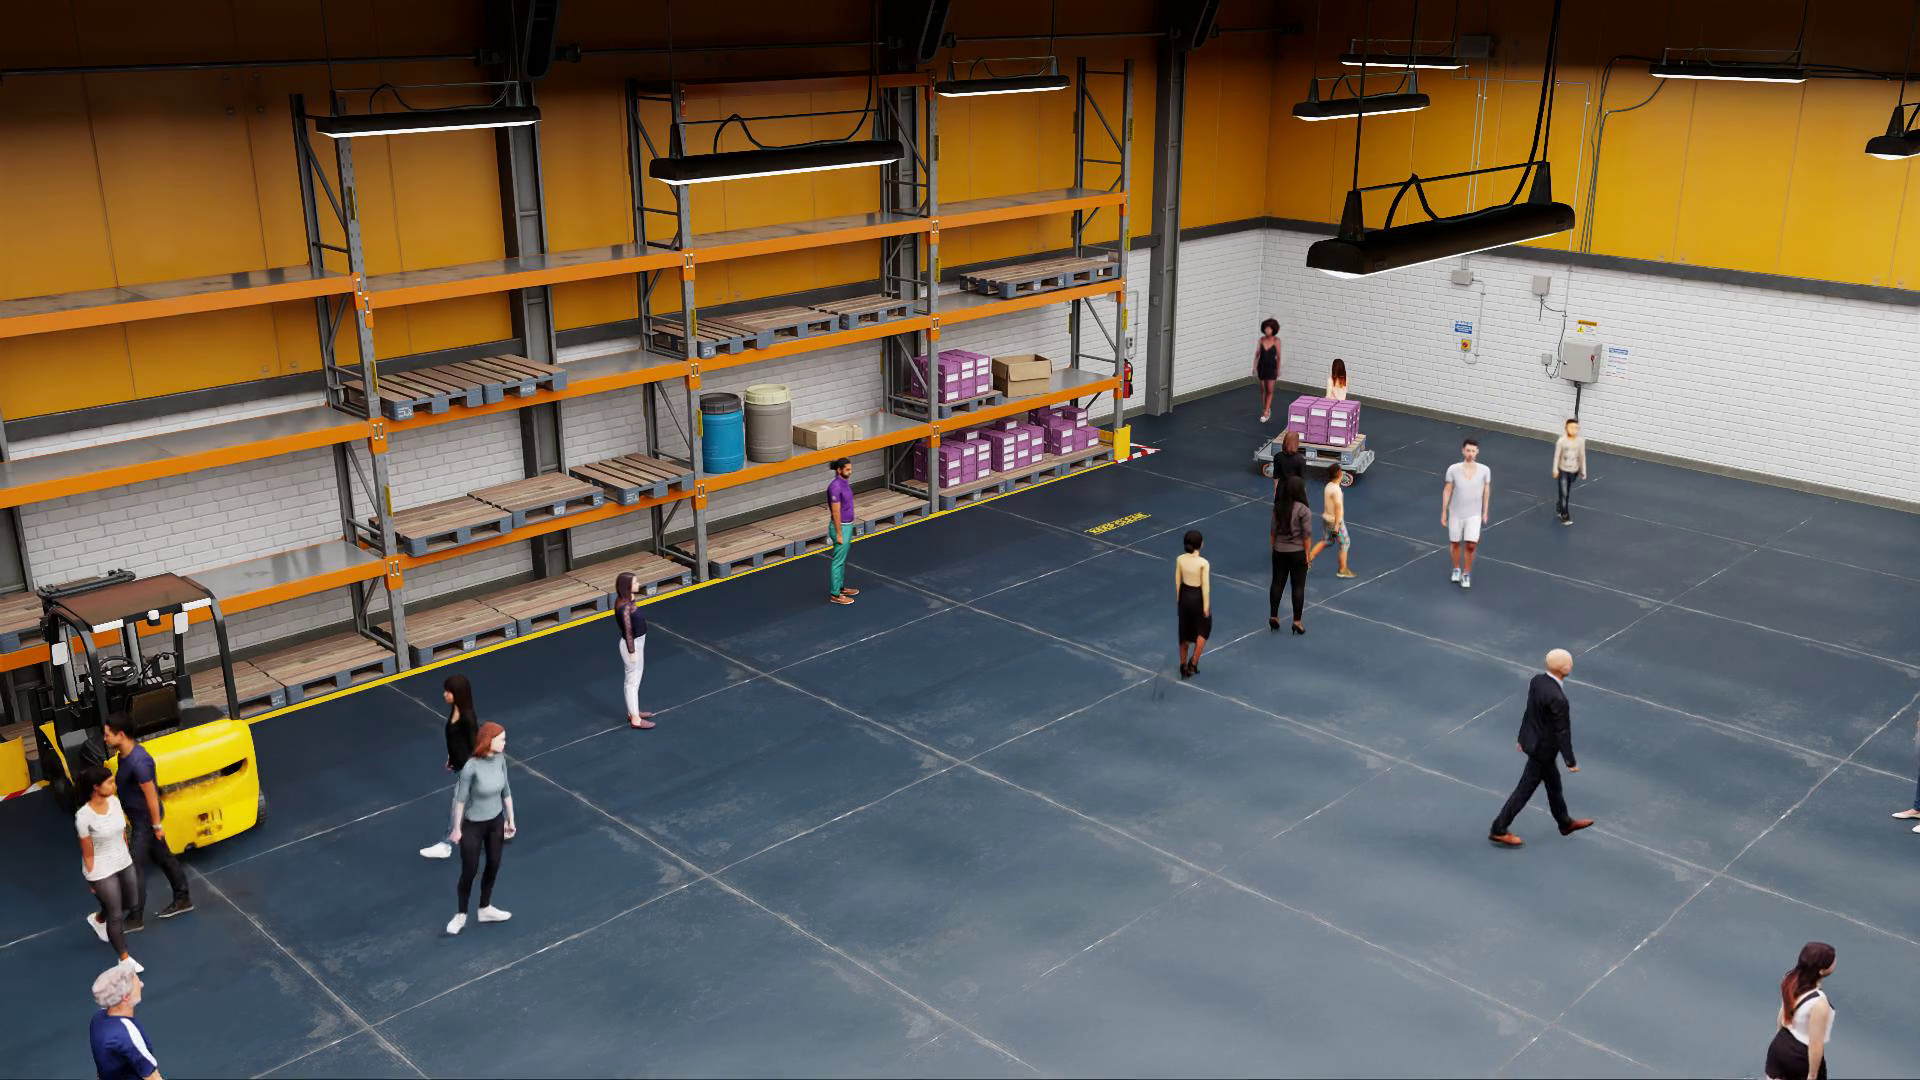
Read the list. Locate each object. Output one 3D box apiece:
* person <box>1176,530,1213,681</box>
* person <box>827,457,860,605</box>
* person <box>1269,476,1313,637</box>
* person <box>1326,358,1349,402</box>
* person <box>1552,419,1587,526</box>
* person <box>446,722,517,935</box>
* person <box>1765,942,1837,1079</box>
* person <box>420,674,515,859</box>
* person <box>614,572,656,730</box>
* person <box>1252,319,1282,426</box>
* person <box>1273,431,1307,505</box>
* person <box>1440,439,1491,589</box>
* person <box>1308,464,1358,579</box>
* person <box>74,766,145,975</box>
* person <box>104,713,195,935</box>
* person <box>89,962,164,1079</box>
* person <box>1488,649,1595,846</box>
[{"bbox_3d":[2.402,0.710,17.504,0.636,1.646,0.657,14,23,36],"label":"person"},{"bbox_3d":[-1.431,-0.137,19.834,0.773,1.766,0.677,3,19,10],"label":"person"},{"bbox_3d":[3.732,0.174,18.798,0.662,1.837,0.622,14,23,36],"label":"person"},{"bbox_3d":[5.909,-2.135,26.208,0.524,1.484,0.677,-11,21,-29],"label":"person"},{"bbox_3d":[8.312,-0.951,22.779,0.974,1.428,1.000,-1,19,-3],"label":"person"},{"bbox_3d":[-3.750,2.235,12.878,0.568,1.709,0.862,-15,24,-38],"label":"person"},{"bbox_3d":[5.041,3.186,10.182,1.036,1.627,0.887,-3,19,-10],"label":"person"},{"bbox_3d":[-4.079,1.891,14.063,1.094,1.604,0.776,-10,21,-28],"label":"person"},{"bbox_3d":[-3.232,1.080,16.468,0.697,1.607,0.684,-5,19,-14],"label":"person"},{"bbox_3d":[5.167,-2.826,27.843,0.826,1.750,1.103,8,20,23],"label":"person"},{"bbox_3d":[4.188,-0.564,21.193,0.624,1.706,0.560,12,22,31],"label":"person"},{"bbox_3d":[6.195,-0.369,20.413,0.892,1.834,0.964,5,19,16],"label":"person"},{"bbox_3d":[4.582,-0.234,20.646,0.950,1.429,0.818,-1,19,-4],"label":"person"},{"bbox_3d":[-6.402,2.443,12.394,0.831,1.623,0.896,8,20,23],"label":"person"},{"bbox_3d":[-6.293,2.155,13.028,0.920,1.765,0.728,-15,24,-38],"label":"person"},{"bbox_3d":[-4.826,3.326,9.528,1.181,1.779,0.649,-17,25,-41],"label":"person"},{"bbox_3d":[4.858,1.791,14.115,1.236,1.760,1.187,0,19,1],"label":"person"}]
